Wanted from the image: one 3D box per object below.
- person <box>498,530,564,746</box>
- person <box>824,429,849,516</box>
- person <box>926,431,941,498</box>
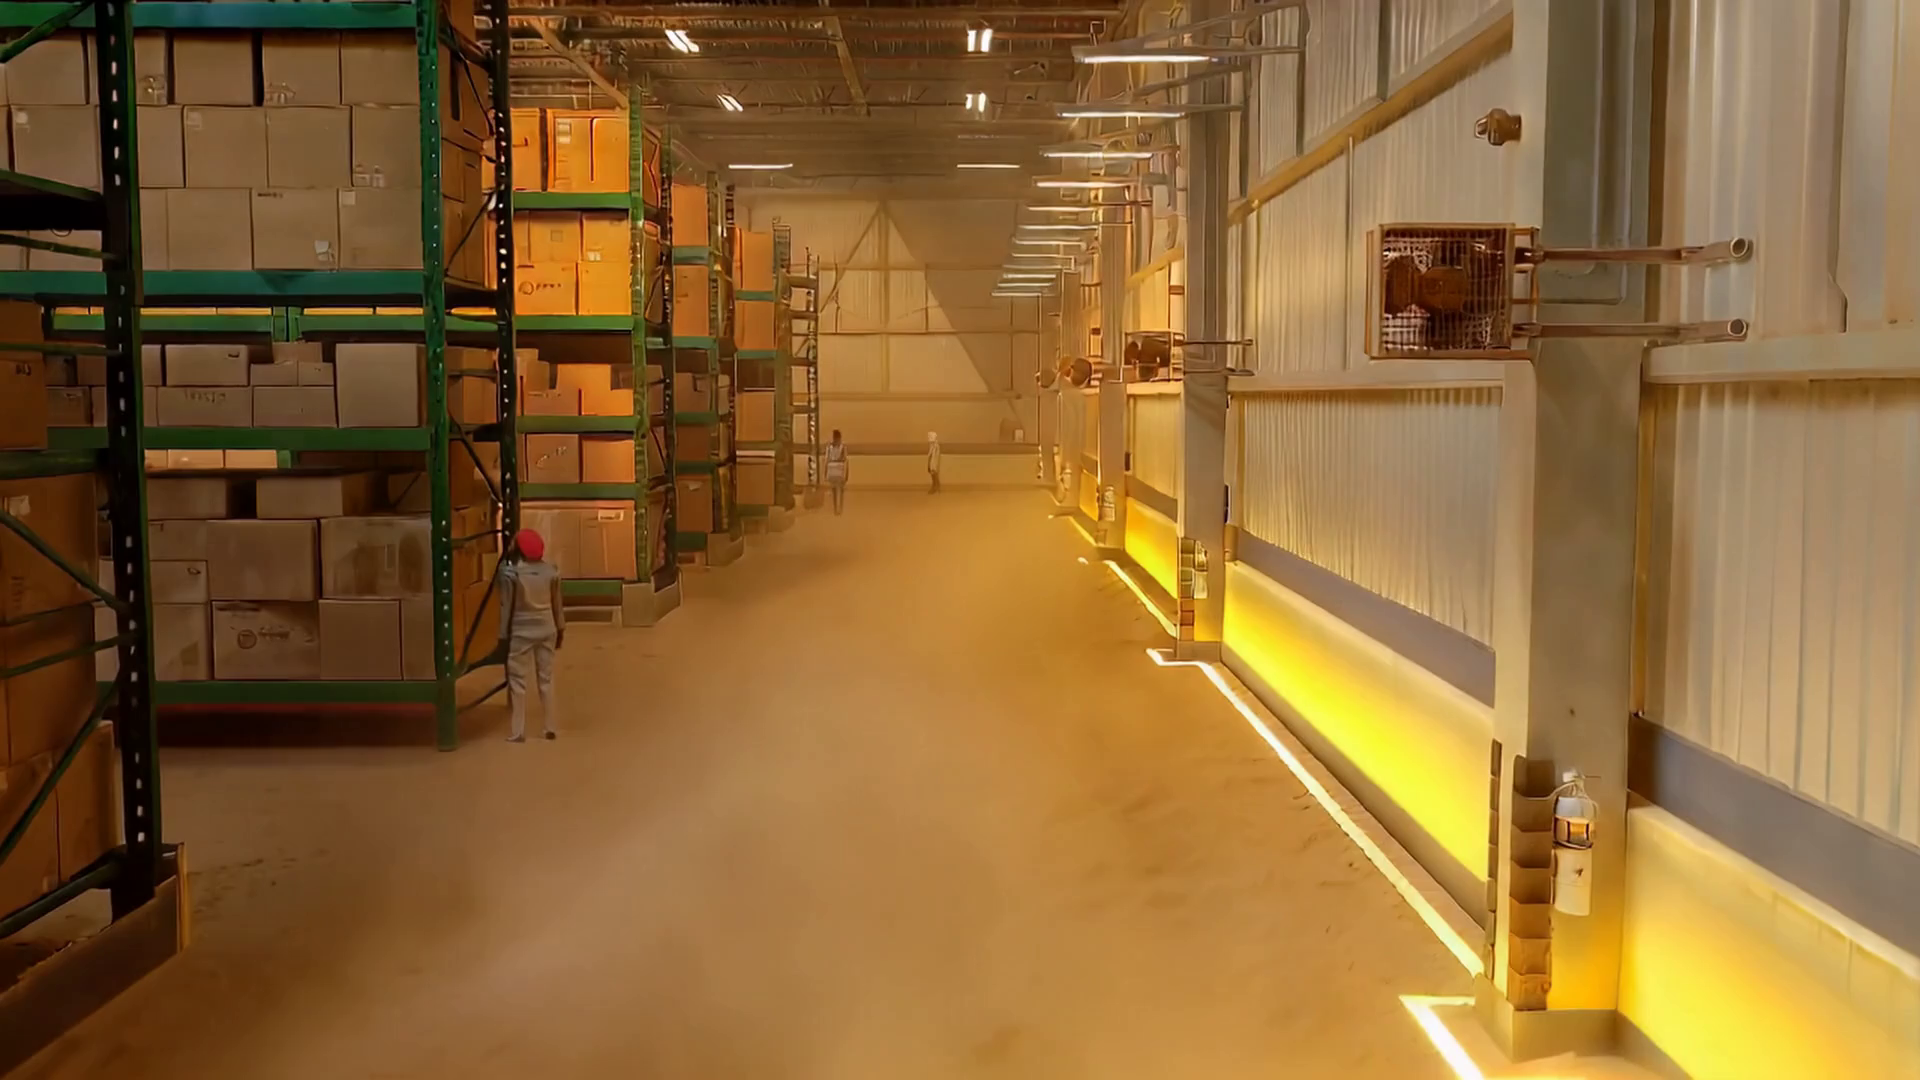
[{"bbox_3d":[-3.229,0.735,12.553,0.525,1.632,0.312,-4,7,-42],"label":"person"},{"bbox_3d":[-2.716,-1.469,36.595,0.554,1.914,0.672,0,5,-2],"label":"person"},{"bbox_3d":[-0.717,-1.970,43.438,0.361,1.742,0.563,-3,6,-28],"label":"person"}]
